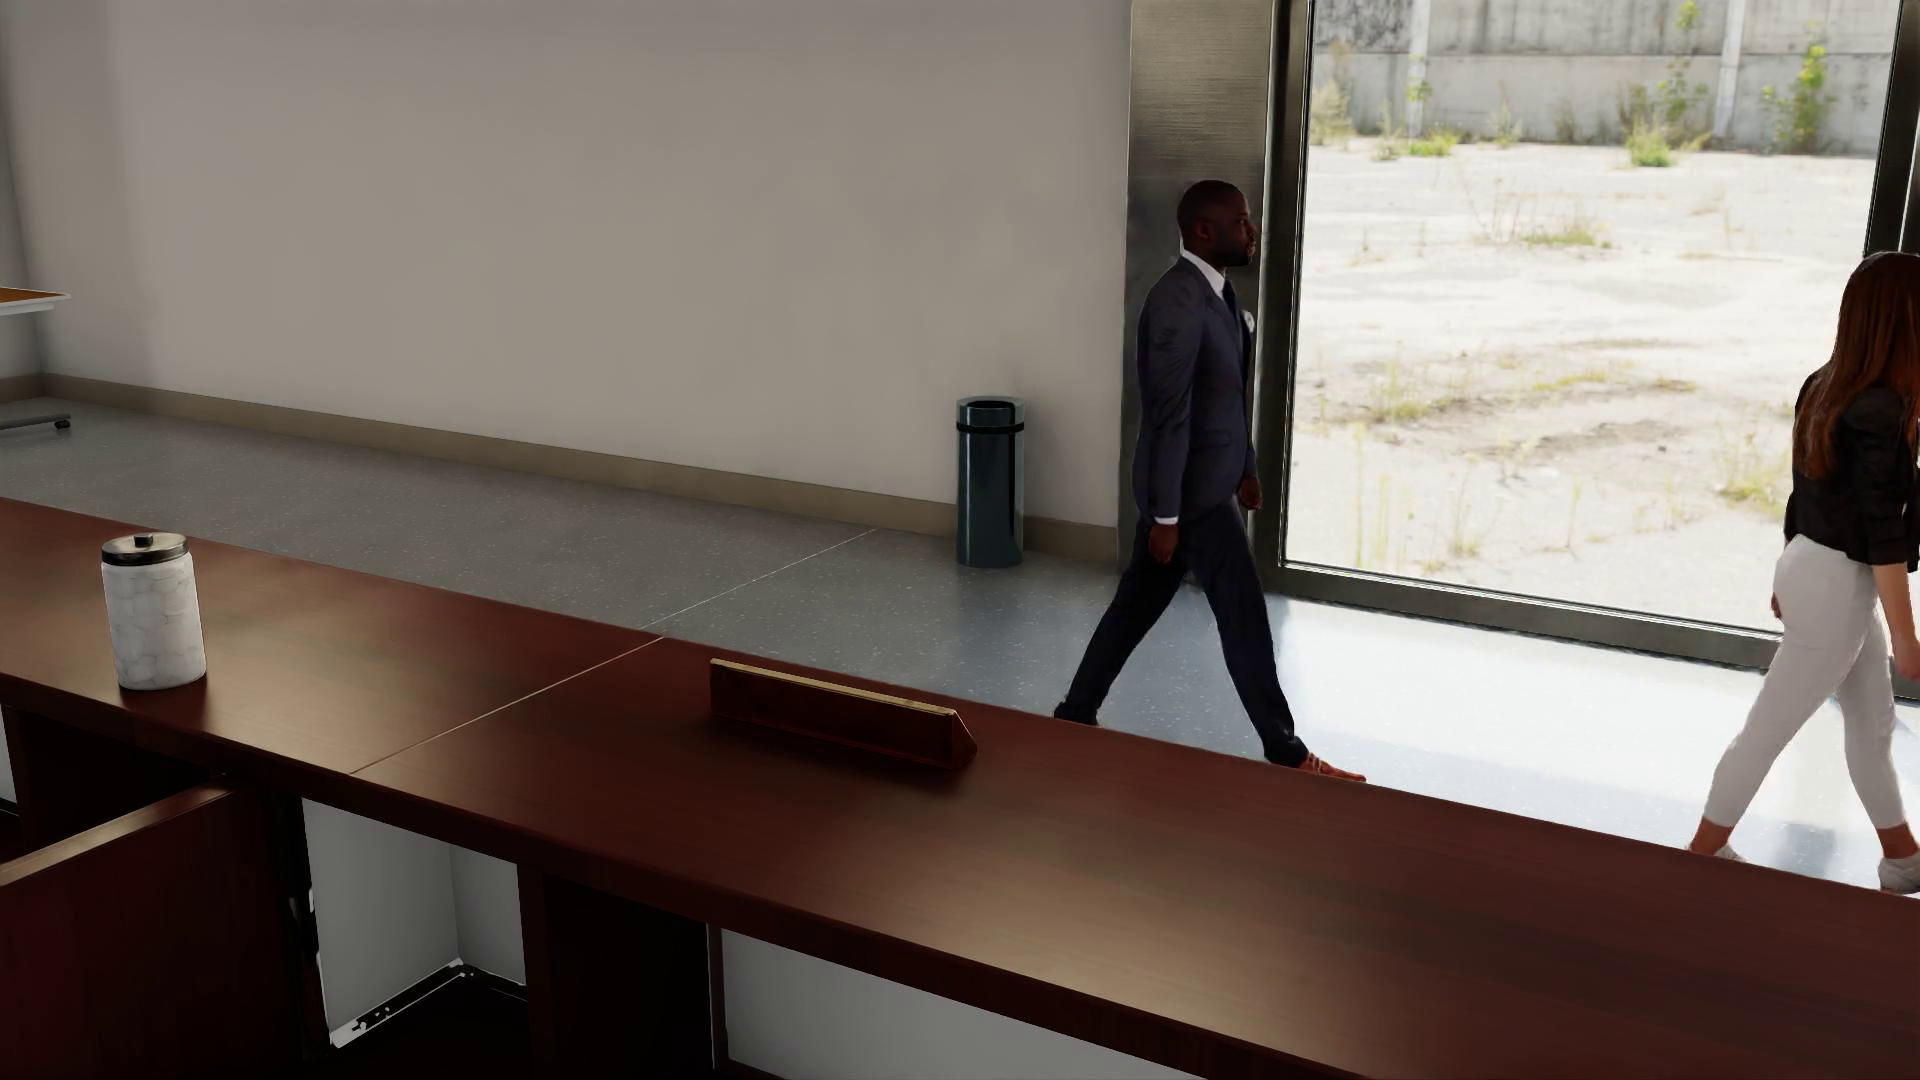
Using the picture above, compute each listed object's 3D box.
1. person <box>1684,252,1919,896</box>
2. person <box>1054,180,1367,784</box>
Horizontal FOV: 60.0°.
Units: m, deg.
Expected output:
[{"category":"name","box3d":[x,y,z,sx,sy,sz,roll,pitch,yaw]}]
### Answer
[{"category":"person","box3d":[2.079,0.143,4.150,0.818,1.676,0.991,5,16,16]},{"category":"person","box3d":[0.591,-0.119,4.880,0.997,1.784,1.224,4,16,13]}]
